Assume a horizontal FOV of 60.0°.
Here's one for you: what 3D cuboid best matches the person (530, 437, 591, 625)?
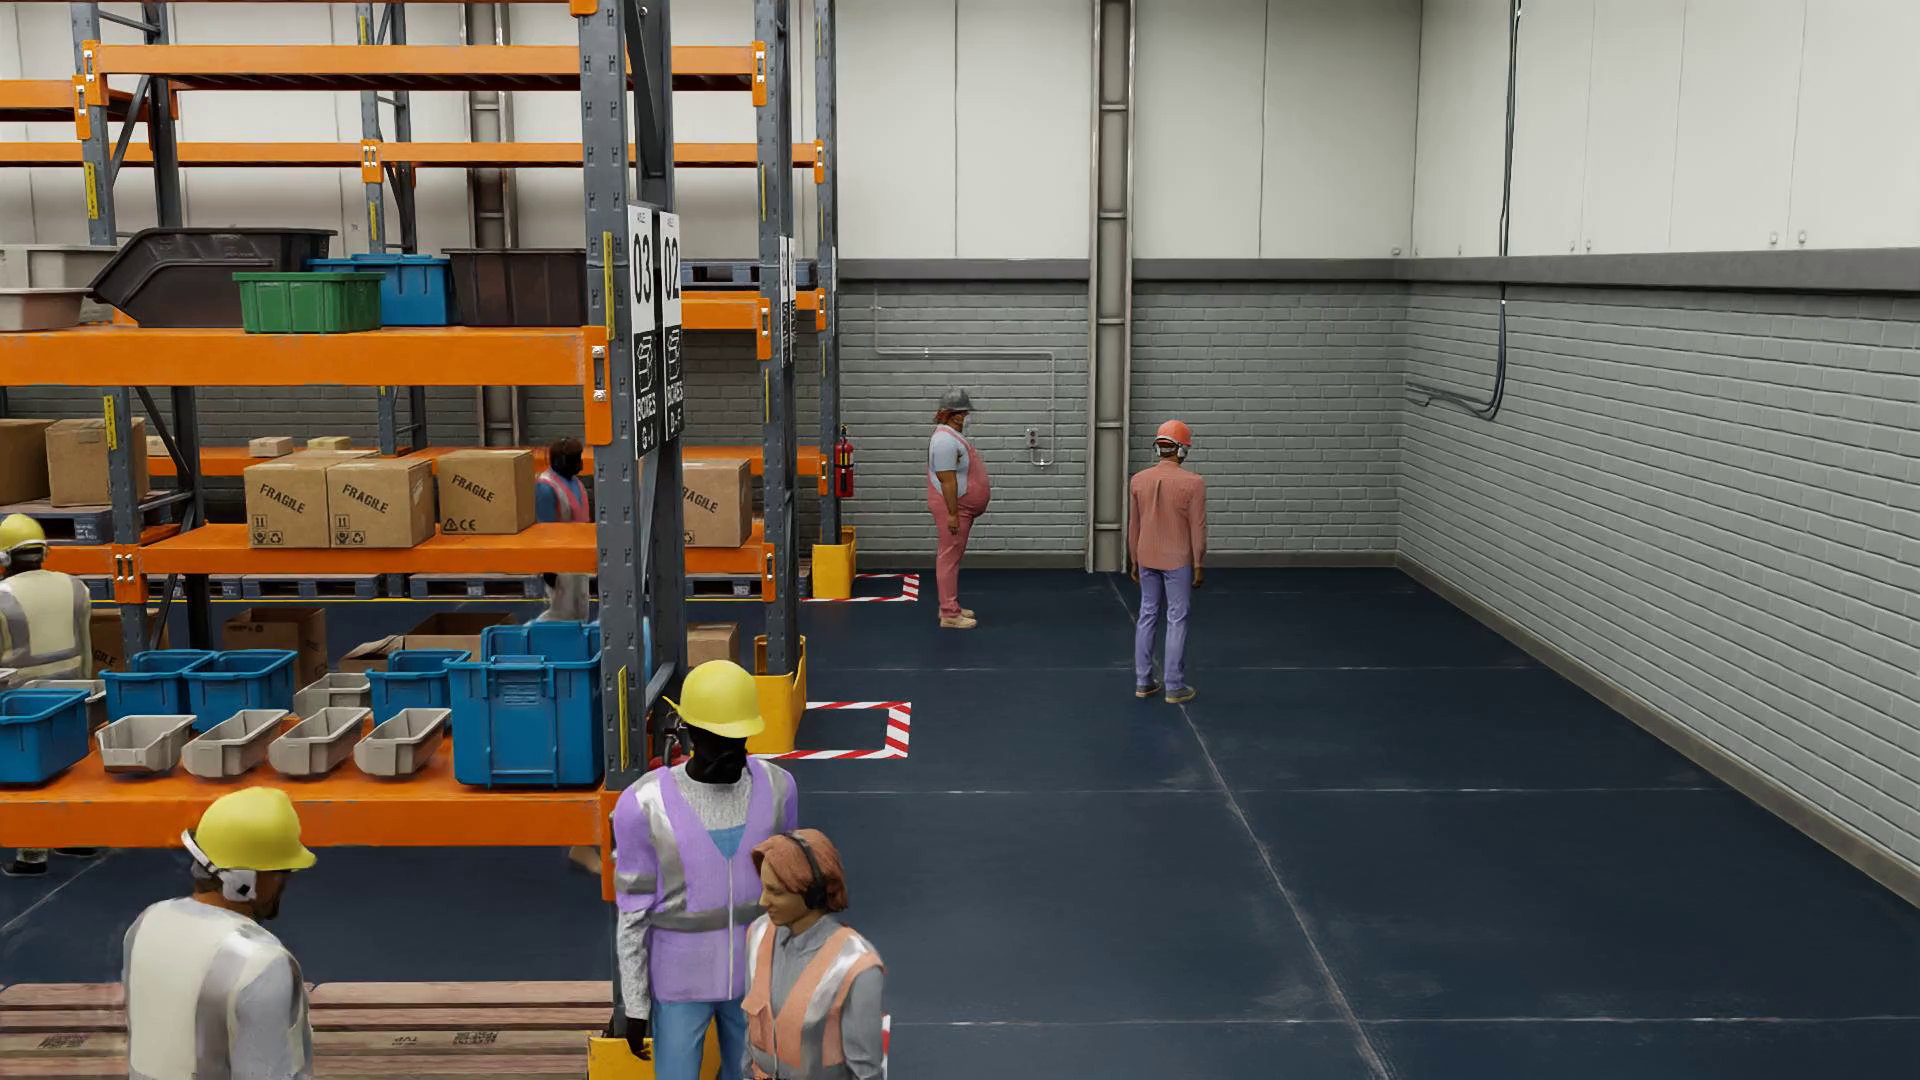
[{"bbox_3d":[-2.958,0.150,12.173,0.605,1.823,0.629,2,10,14],"label":"person"}]

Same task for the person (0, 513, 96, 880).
[{"bbox_3d":[-4.639,0.776,8.352,0.403,1.821,0.597,4,10,25],"label":"person"}]

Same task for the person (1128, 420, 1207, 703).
[{"bbox_3d":[1.475,0.145,11.753,0.605,1.977,0.434,7,12,38],"label":"person"}]

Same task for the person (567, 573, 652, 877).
[{"bbox_3d":[-1.639,0.907,8.067,0.894,1.649,0.543,4,10,25],"label":"person"}]

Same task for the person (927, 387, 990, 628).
[{"bbox_3d":[-0.012,-0.286,14.177,0.538,2.000,0.682,0,9,-1],"label":"person"}]

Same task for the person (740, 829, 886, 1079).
[{"bbox_3d":[-0.371,1.530,4.305,0.313,1.627,0.527,-9,13,-44],"label":"person"}]

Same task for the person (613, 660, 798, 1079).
[{"bbox_3d":[-0.718,1.286,4.931,0.593,1.918,0.397,-6,11,-31],"label":"person"}]

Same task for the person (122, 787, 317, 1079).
[{"bbox_3d":[-1.789,1.486,4.169,0.590,1.765,0.935,5,10,27],"label":"person"}]
